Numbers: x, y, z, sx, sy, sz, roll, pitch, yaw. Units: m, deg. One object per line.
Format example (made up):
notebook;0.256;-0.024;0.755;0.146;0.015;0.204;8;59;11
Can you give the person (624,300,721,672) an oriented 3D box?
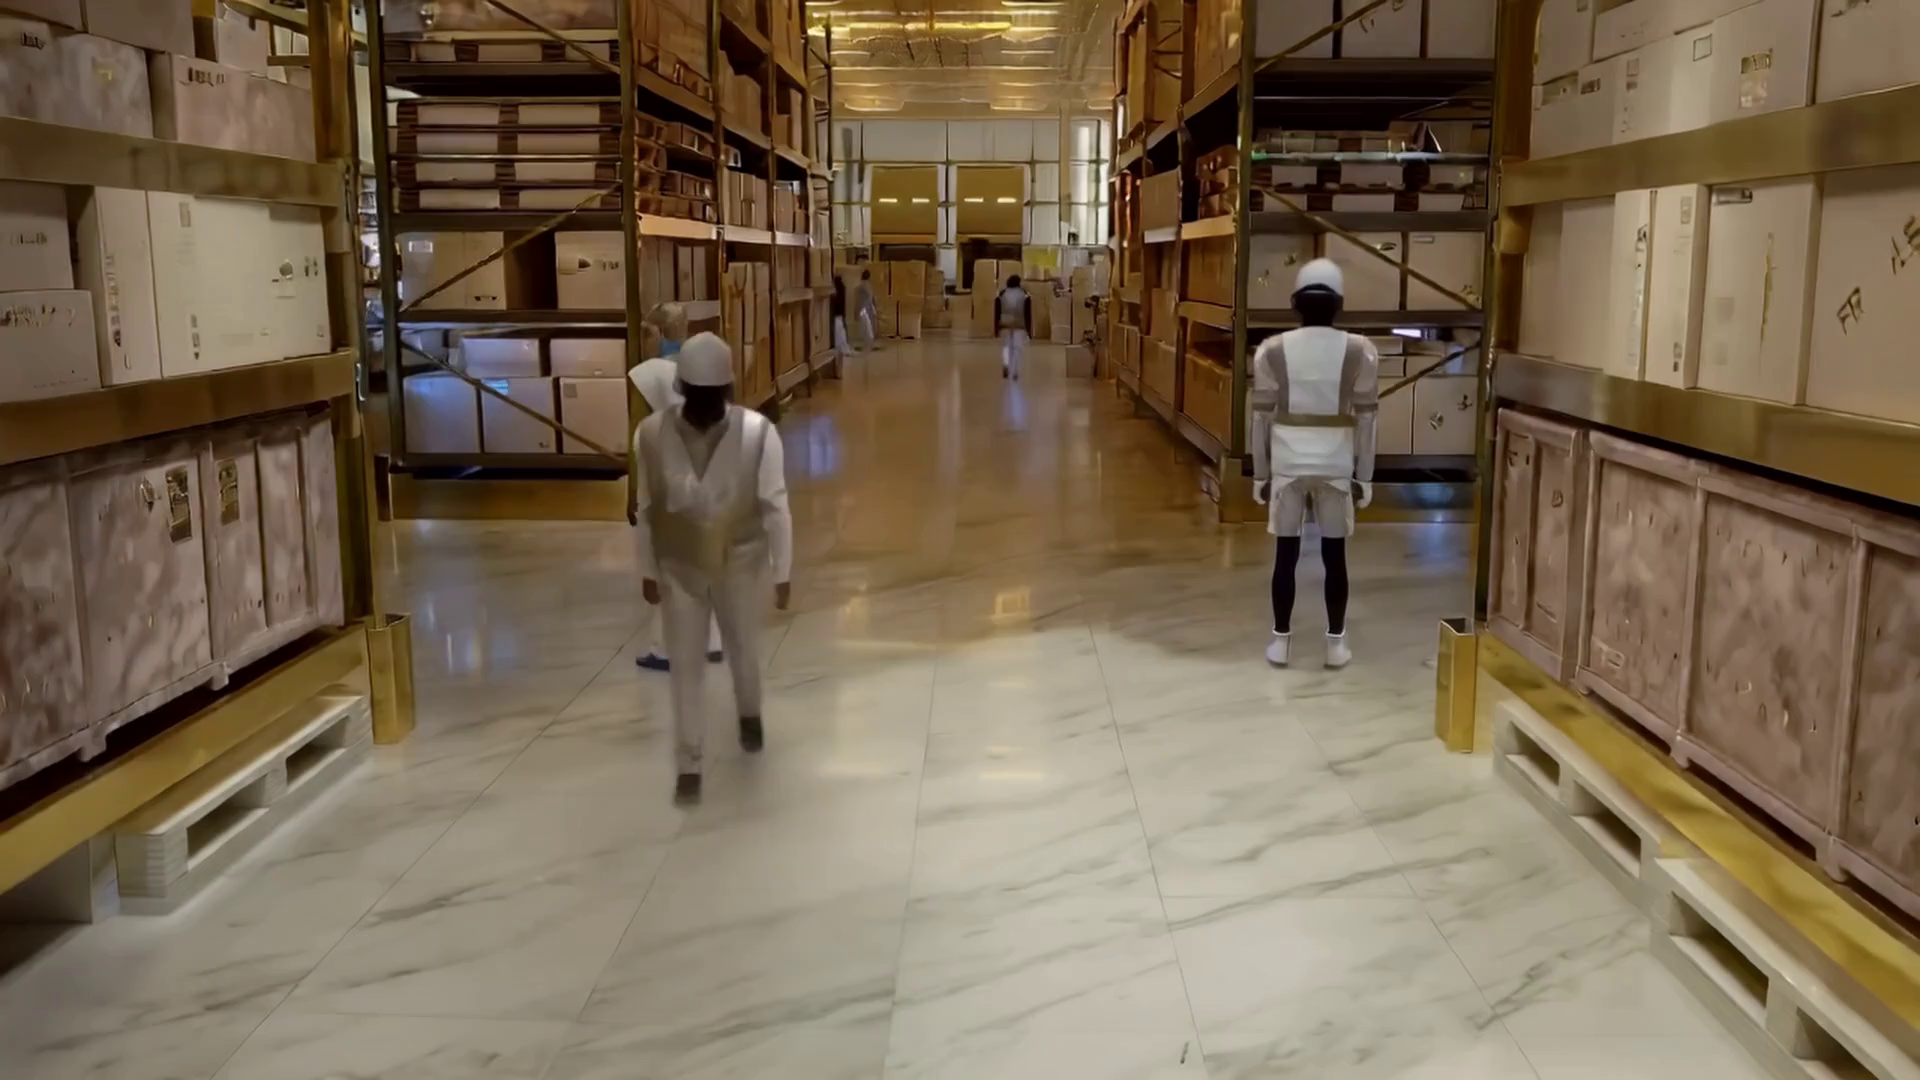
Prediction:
person;-1.396;-0.261;8.257;0.384;1.837;0.565;8;12;40

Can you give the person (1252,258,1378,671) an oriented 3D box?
person;1.749;-0.365;8.251;0.608;2.044;0.378;2;10;13

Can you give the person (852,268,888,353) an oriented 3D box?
person;-2.033;-5.131;37.259;1.009;1.887;0.643;4;10;21

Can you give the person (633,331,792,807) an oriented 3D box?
person;-0.956;0.063;6.520;0.609;1.784;0.915;0;9;-2

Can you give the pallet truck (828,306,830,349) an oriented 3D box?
pallet truck;-3.100;-3.940;29.800;1.885;1.965;0.823;3;10;19

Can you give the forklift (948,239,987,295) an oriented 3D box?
forklift;0.600;-8.940;57.110;1.873;2.768;1.129;4;10;20

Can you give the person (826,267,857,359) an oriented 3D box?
person;-2.663;-4.778;35.033;1.009;1.942;0.621;8;12;40

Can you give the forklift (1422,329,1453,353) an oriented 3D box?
forklift;10.996;-5.500;36.508;1.129;2.768;1.873;0;9;1

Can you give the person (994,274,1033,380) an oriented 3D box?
person;0.932;-3.669;28.714;0.651;1.818;0.669;1;10;6
